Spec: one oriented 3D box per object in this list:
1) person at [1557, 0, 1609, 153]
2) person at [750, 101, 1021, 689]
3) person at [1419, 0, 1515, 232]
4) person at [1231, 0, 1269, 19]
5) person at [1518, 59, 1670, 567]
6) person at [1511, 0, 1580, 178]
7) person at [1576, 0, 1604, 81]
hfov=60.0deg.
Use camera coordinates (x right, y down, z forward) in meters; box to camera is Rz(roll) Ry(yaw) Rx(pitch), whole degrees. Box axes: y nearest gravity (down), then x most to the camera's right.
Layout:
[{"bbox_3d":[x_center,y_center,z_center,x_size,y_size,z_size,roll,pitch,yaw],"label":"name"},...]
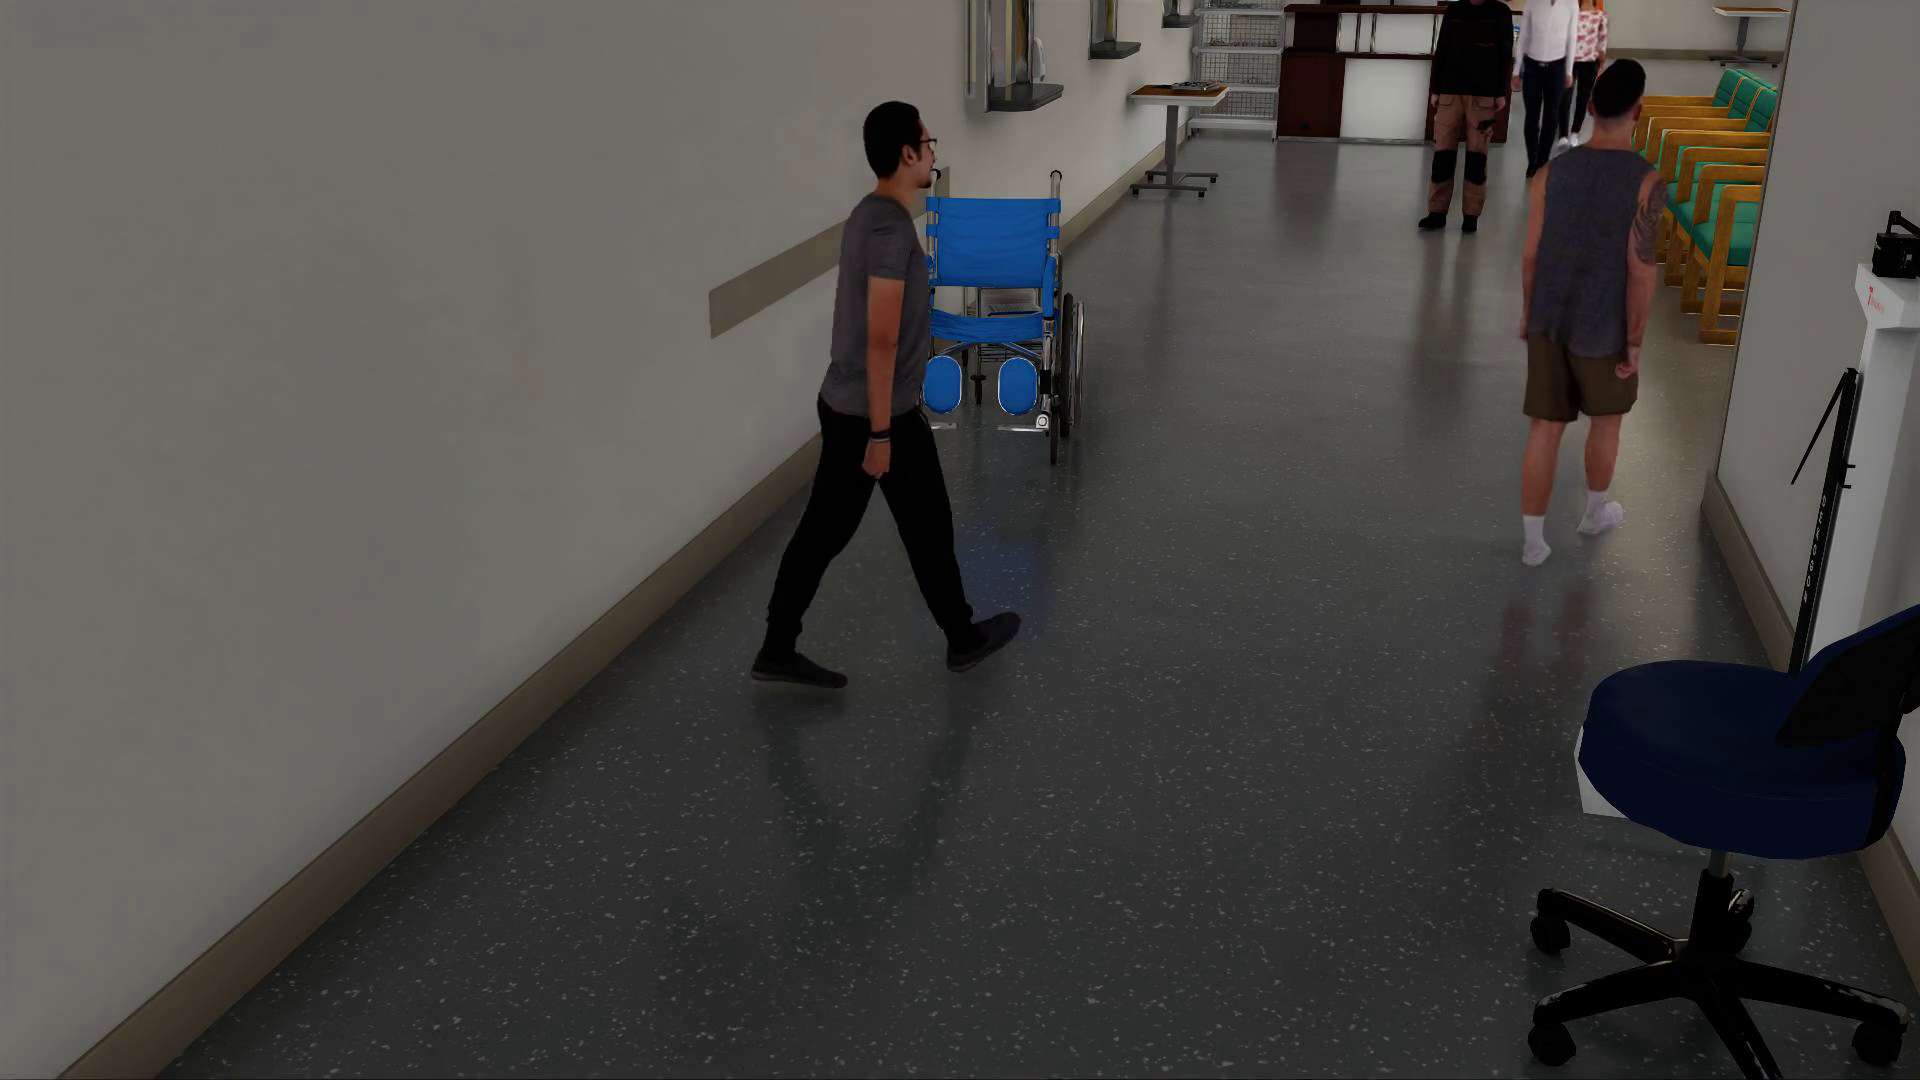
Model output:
[{"bbox_3d":[6.005,-4.561,16.103,1.040,1.582,0.708,7,22,19],"label":"person"},{"bbox_3d":[-0.319,-0.343,4.786,1.183,1.709,1.033,-5,21,-13],"label":"person"},{"bbox_3d":[3.705,-3.234,12.115,0.607,1.925,0.810,10,23,25],"label":"person"},{"bbox_3d":[6.072,-12.080,35.734,1.246,1.738,0.784,1,21,3],"label":"person"},{"bbox_3d":[2.157,-0.731,5.879,0.987,1.818,0.908,13,24,30],"label":"person"},{"bbox_3d":[5.120,-4.110,14.539,0.908,1.846,0.787,8,22,21],"label":"person"},{"bbox_3d":[8.702,-7.134,22.686,0.800,1.731,0.689,7,22,18],"label":"person"}]
